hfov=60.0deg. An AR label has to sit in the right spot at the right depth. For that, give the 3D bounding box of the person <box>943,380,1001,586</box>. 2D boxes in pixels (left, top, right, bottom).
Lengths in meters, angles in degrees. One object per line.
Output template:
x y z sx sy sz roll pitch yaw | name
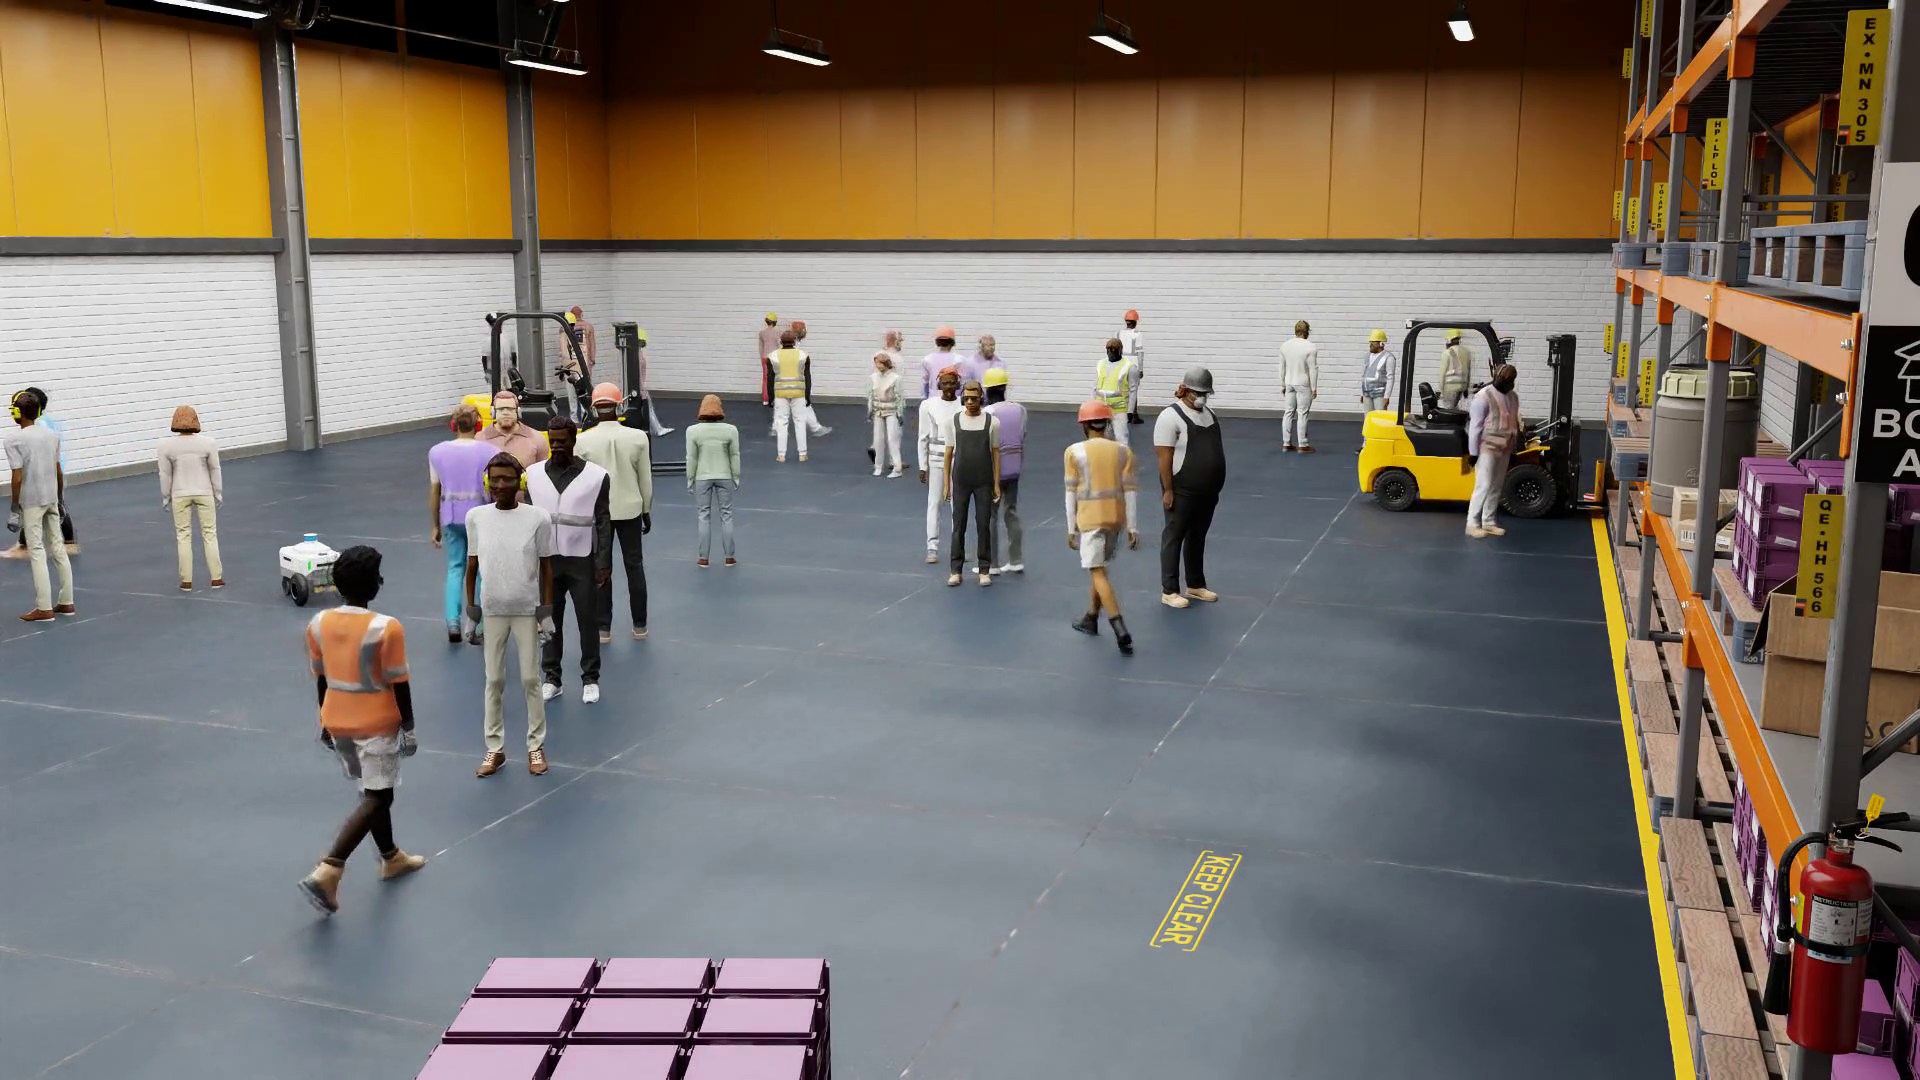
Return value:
0.110 -0.501 14.792 0.513 1.844 0.328 0 10 2 | person

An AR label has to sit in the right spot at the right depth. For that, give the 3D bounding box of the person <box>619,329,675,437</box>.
-4.971 -2.425 25.976 0.918 1.712 0.550 0 10 -2 | person

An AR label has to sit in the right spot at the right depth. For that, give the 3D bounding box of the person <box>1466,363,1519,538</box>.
5.555 -0.927 17.279 0.655 1.823 0.432 -7 12 -35 | person

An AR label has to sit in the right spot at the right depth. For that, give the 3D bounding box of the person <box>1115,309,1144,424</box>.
2.890 -2.939 28.262 0.545 1.939 0.373 8 13 38 | person

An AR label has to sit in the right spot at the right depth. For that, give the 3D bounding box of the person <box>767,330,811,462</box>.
-2.395 -2.017 23.339 0.619 1.845 0.430 -1 10 -8 | person

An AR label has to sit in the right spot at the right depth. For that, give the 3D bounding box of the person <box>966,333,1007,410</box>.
0.311 -1.777 21.879 0.645 1.890 0.613 -5 11 -27 | person

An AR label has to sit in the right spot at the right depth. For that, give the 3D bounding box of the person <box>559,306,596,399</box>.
-7.048 -3.360 30.721 0.639 1.909 0.402 -2 10 -9 | person

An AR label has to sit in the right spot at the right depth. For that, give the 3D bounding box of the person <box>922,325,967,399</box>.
-0.171 -1.726 21.223 0.613 2.012 0.906 2 10 14 | person

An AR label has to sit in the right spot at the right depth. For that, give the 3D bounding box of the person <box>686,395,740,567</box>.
-2.327 -0.555 15.693 0.508 1.631 0.270 -2 10 -13 | person

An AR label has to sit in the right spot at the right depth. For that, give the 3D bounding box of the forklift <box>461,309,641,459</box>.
-5.354 -1.902 21.697 2.313 2.155 1.214 -2 10 -13 | forklift

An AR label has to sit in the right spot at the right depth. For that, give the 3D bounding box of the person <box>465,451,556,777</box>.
-2.575 0.423 9.508 0.513 1.876 0.328 -1 10 -6 | person

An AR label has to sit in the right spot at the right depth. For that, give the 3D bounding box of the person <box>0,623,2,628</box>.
-7.870 -0.227 12.984 0.630 1.938 0.369 6 12 30 | person

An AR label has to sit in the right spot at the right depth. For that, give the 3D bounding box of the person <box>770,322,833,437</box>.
-2.559 -2.532 26.296 1.004 1.827 0.597 -1 10 -4 | person

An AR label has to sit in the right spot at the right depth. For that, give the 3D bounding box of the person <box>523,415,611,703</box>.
-2.607 0.126 11.053 0.593 1.920 0.391 0 10 1 | person

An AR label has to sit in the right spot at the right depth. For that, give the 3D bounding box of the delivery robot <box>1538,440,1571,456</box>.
7.871 -1.205 22.127 0.707 0.478 0.477 -8 13 -38 | delivery robot

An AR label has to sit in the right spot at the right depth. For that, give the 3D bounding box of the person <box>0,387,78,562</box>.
-8.939 -0.623 15.982 0.726 1.672 0.544 -3 11 -17 | person

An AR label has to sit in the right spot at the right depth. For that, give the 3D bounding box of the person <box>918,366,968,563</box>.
-0.111 -0.718 15.905 0.585 1.882 0.337 -2 10 -9 | person

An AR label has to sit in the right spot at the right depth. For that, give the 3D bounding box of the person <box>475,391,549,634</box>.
-3.504 -0.204 12.936 0.642 1.913 0.408 -3 10 -15 | person

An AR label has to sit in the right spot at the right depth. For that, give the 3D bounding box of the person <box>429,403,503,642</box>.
-3.737 -0.124 12.695 0.580 1.844 0.444 0 10 0 | person

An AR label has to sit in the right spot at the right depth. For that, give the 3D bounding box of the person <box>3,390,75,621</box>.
-7.465 -0.272 13.431 0.335 1.873 0.519 4 11 20 | person

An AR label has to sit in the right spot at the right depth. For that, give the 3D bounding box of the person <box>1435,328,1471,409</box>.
7.396 -2.295 25.004 0.591 1.814 0.428 -7 13 -36 | person

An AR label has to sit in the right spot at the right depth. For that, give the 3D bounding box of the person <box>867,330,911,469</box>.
-0.936 -1.888 22.456 0.487 1.893 0.669 -6 12 -31 | person

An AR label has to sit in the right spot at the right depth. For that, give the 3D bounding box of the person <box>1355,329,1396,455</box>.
5.966 -2.111 23.896 0.403 1.833 0.591 -6 12 -30 | person

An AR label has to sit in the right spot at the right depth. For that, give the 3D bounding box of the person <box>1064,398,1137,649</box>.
1.108 -0.126 12.625 0.544 1.883 0.955 -4 11 -21 | person

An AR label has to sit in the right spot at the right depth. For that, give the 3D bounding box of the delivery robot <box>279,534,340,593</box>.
-5.561 0.189 14.274 0.477 0.478 0.707 -9 13 -41 | delivery robot

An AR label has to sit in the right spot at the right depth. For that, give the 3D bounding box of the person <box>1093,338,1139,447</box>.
1.972 -1.679 21.442 0.623 1.844 0.429 7 12 33 | person

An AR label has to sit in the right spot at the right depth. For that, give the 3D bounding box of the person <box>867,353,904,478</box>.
-0.949 -1.630 21.753 0.532 1.627 0.333 9 14 42 | person

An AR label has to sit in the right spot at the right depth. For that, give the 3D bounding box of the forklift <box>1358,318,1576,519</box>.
5.787 -1.437 19.079 2.313 2.155 1.214 3 11 19 | forklift

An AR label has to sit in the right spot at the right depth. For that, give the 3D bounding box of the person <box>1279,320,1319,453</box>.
4.951 -2.239 24.315 0.355 1.937 0.634 -10 14 -43 | person

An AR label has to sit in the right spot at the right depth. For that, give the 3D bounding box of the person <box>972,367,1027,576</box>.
0.359 -0.620 15.244 0.612 1.918 0.403 -8 13 -37 | person

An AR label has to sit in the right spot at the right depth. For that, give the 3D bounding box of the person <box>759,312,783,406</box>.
-3.549 -3.407 31.385 0.525 1.769 0.315 5 11 26 | person

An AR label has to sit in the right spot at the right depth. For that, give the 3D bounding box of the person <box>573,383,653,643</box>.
-2.657 -0.208 12.741 0.608 1.987 0.391 -4 11 -22 | person

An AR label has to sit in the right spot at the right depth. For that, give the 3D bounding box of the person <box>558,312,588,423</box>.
-6.481 -2.846 27.831 0.599 1.913 0.430 6 12 32 | person

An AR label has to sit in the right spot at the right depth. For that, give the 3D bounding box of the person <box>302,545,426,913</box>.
-2.776 0.856 7.646 0.536 1.669 0.763 5 11 25 | person

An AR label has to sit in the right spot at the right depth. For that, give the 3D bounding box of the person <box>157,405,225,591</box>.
-6.756 -0.368 14.638 0.497 1.634 0.278 -4 11 -22 | person

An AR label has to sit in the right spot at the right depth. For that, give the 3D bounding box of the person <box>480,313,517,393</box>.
-7.668 -2.850 27.802 0.692 1.923 0.440 -8 13 -37 | person

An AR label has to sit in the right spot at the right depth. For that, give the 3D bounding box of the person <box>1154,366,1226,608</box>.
1.982 -0.461 14.015 0.674 2.000 0.535 -9 13 -41 | person
